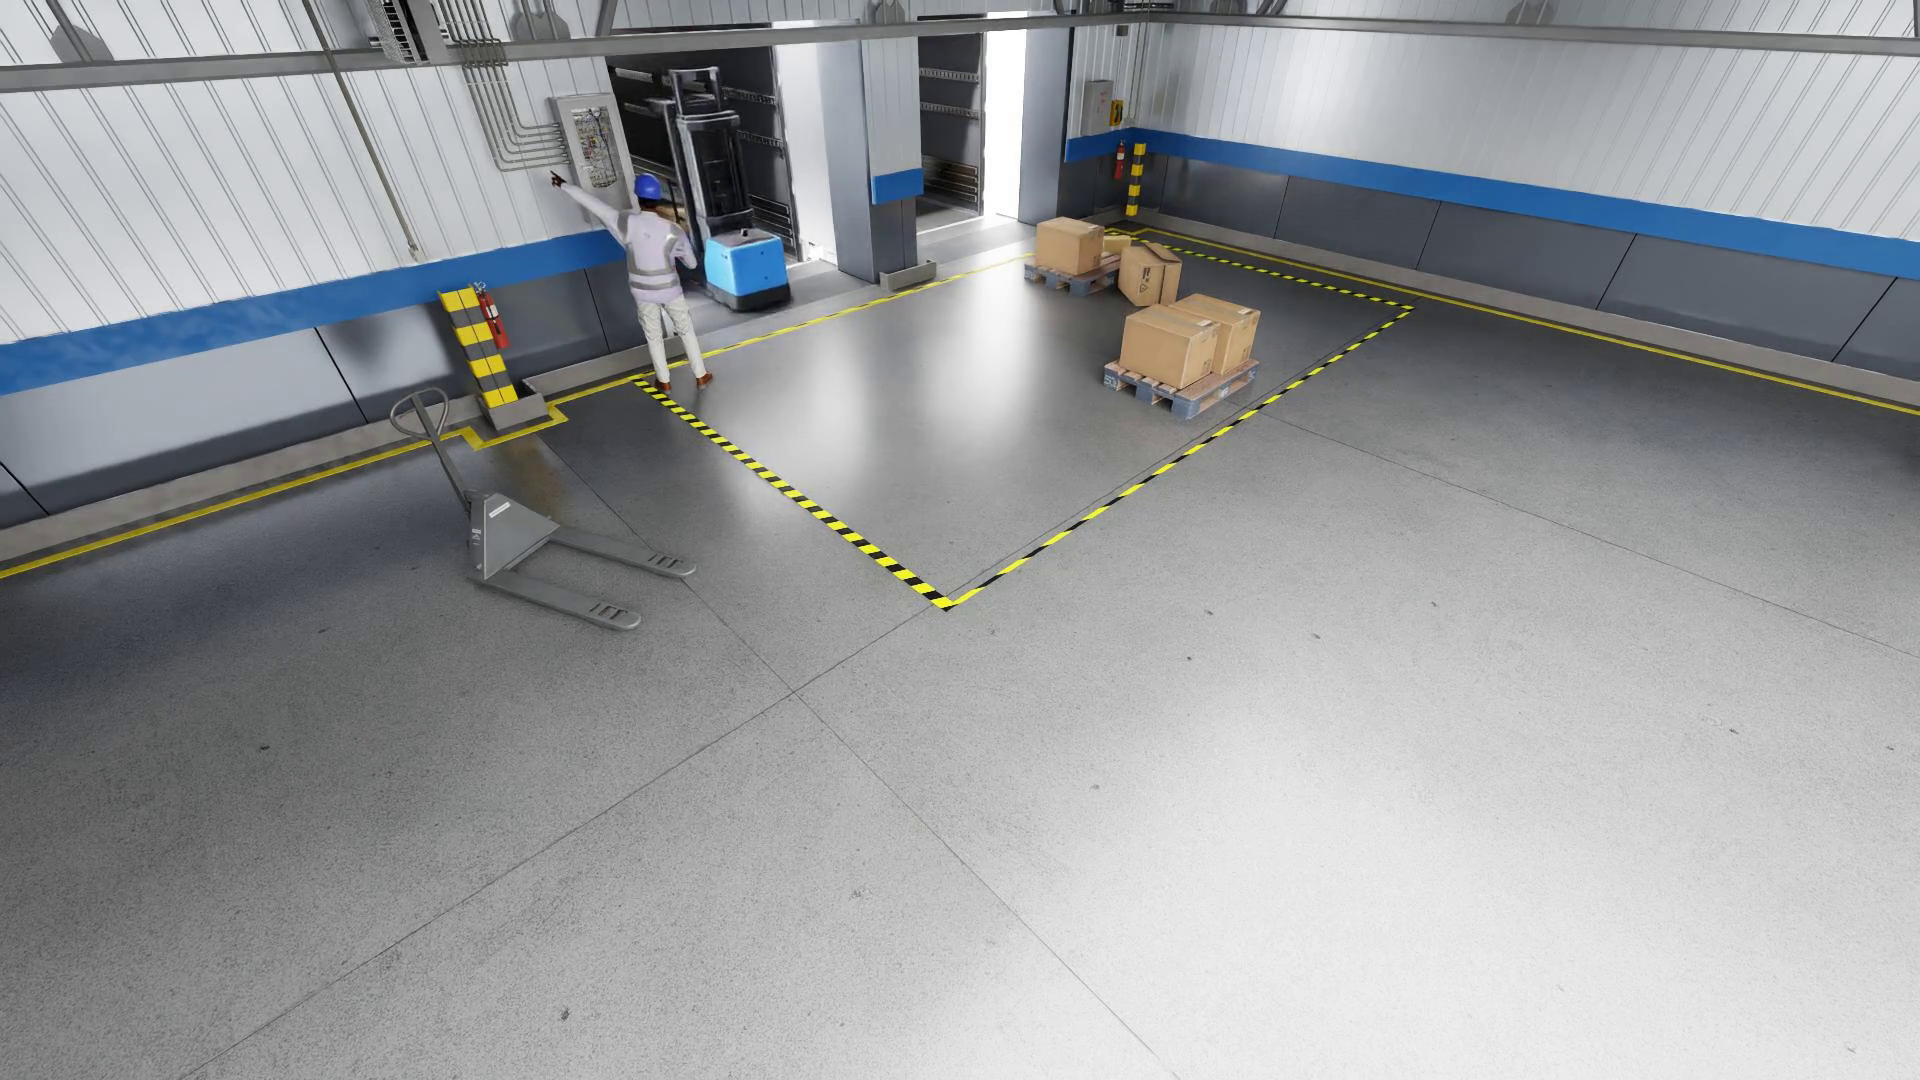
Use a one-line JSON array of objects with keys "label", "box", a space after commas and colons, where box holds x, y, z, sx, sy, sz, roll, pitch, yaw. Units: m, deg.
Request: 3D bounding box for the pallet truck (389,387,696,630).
[{"label": "pallet truck", "box": [-2.613, -0.247, 4.593, 1.601, 1.201, 0.680, 14, 40, 17]}]

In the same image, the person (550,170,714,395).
[{"label": "person", "box": [-2.920, -2.320, 6.734, 1.047, 1.906, 0.694, -11, 39, -14]}]

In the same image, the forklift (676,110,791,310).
[{"label": "forklift", "box": [-2.639, -3.814, 8.552, 0.716, 2.013, 0.776, -30, 47, -33]}]
